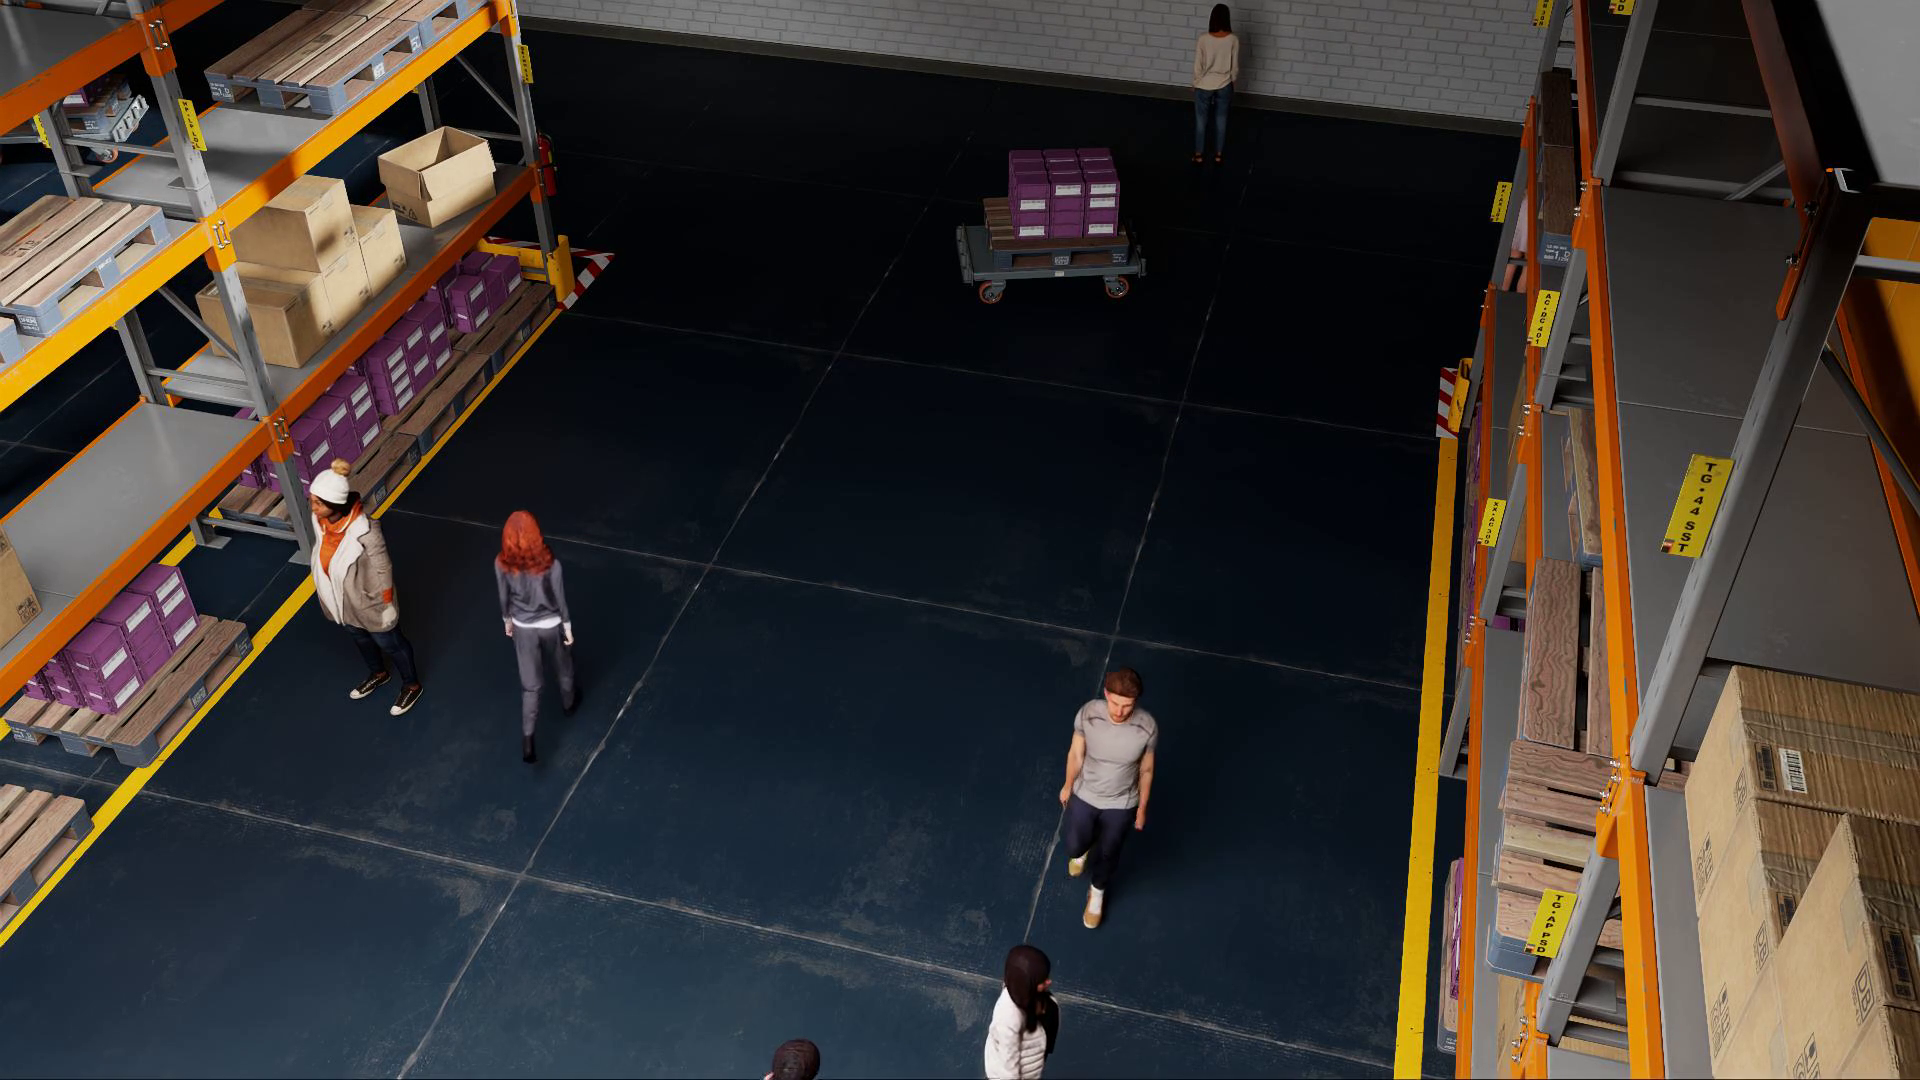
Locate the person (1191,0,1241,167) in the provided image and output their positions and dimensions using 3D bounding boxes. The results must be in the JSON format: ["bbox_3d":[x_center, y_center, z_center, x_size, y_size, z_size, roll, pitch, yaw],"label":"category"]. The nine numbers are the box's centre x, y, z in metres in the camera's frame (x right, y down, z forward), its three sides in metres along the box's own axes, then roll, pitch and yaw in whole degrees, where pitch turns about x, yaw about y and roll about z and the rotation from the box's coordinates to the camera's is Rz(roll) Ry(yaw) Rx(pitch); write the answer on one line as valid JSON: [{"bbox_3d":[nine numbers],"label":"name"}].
[{"bbox_3d":[2.562,-4.578,16.757,0.660,1.683,0.612,1,39,2],"label":"person"}]

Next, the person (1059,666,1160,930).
[{"bbox_3d":[0.827,1.339,9.192,0.671,1.878,0.757,12,40,14],"label":"person"}]

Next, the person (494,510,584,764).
[{"bbox_3d":[-2.598,0.611,10.204,0.749,1.753,1.111,2,39,2],"label":"person"}]

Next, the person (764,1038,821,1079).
[{"bbox_3d":[-0.774,2.845,7.576,0.623,1.542,0.695,24,44,27],"label":"person"}]

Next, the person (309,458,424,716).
[{"bbox_3d":[-3.775,0.284,10.503,0.751,1.891,0.728,18,42,21],"label":"person"}]

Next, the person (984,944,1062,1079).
[{"bbox_3d":[0.266,2.466,7.977,0.678,1.633,0.502,11,40,13],"label":"person"}]
